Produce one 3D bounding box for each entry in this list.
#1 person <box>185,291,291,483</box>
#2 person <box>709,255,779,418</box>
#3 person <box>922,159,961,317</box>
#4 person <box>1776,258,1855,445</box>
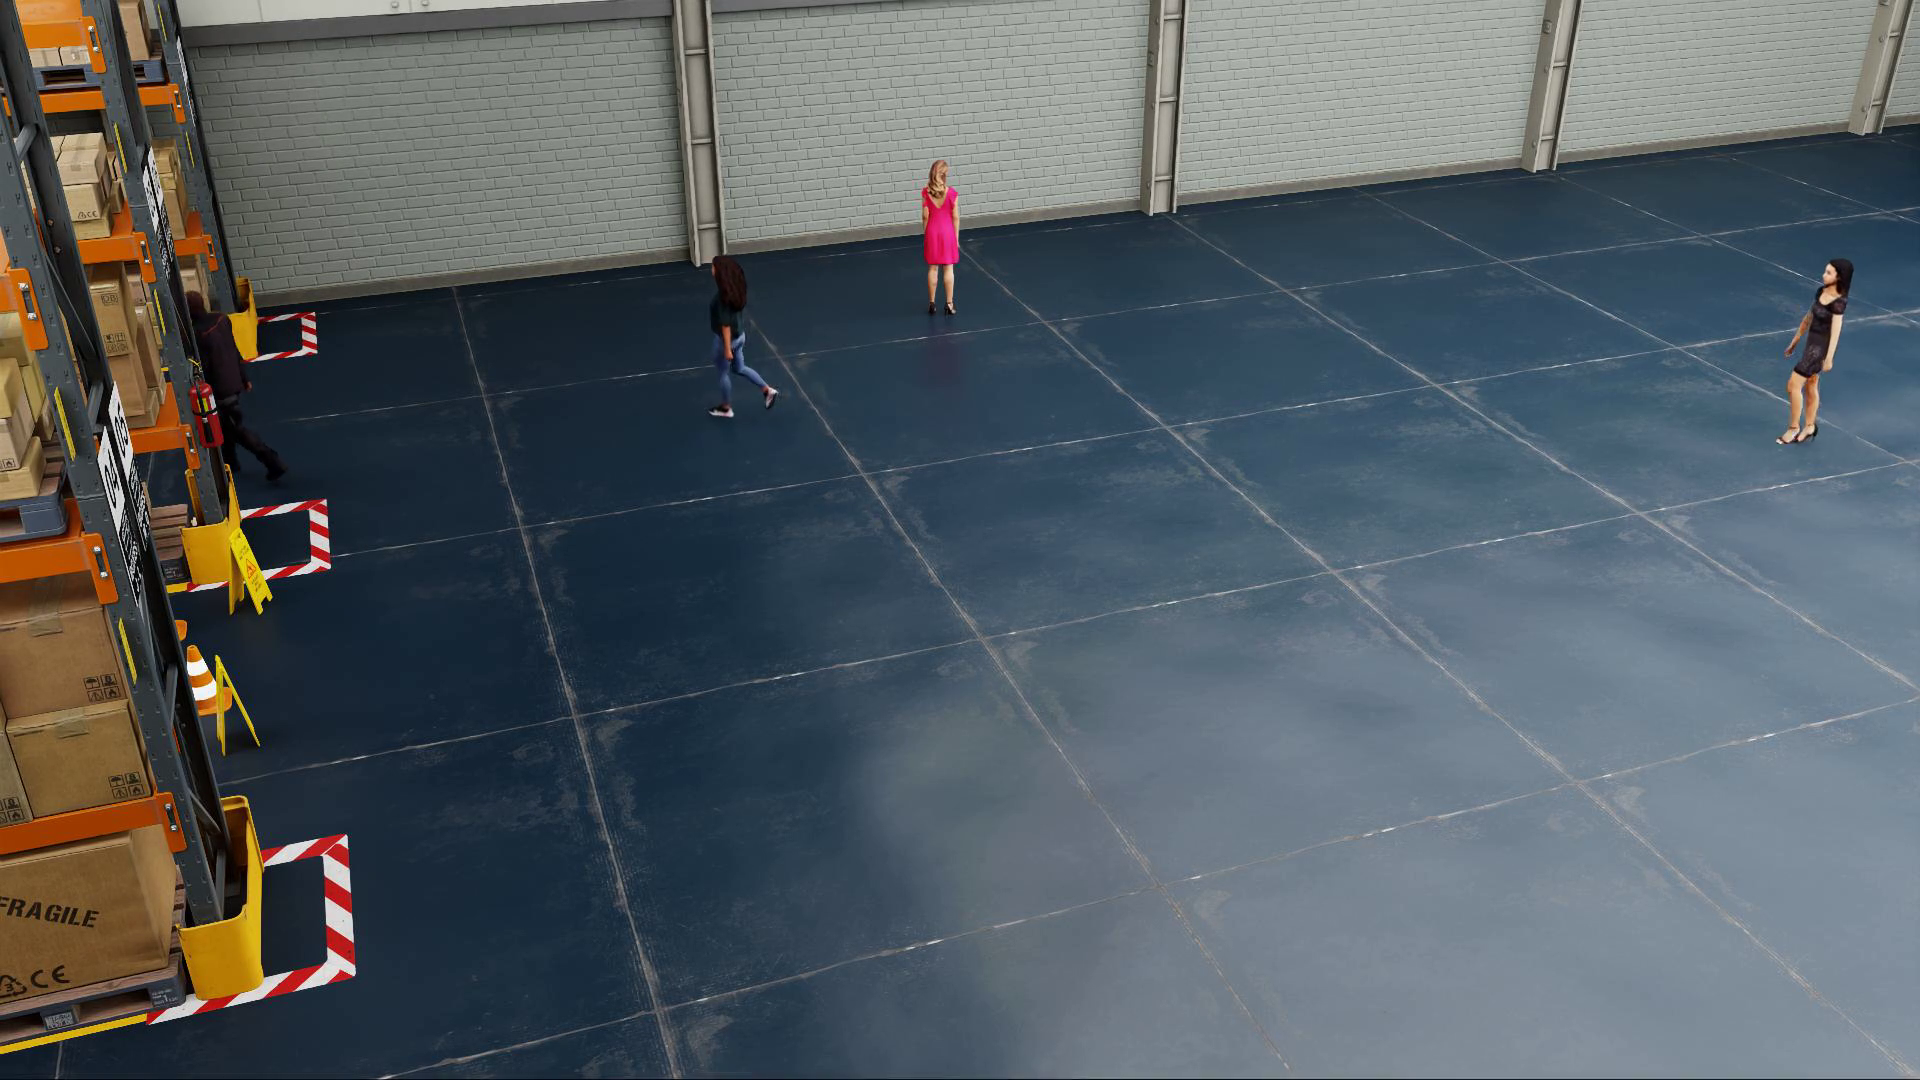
[{"bbox_3d":[-6.251,-1.291,14.275,1.270,1.794,1.090,5,29,10],"label":"person"},{"bbox_3d":[-2.078,-1.870,15.569,1.025,1.600,0.891,6,29,12],"label":"person"},{"bbox_3d":[-0.215,-3.293,18.103,0.635,1.729,0.721,6,29,12],"label":"person"},{"bbox_3d":[7.830,-1.678,15.021,0.783,1.775,0.733,3,28,6],"label":"person"}]
